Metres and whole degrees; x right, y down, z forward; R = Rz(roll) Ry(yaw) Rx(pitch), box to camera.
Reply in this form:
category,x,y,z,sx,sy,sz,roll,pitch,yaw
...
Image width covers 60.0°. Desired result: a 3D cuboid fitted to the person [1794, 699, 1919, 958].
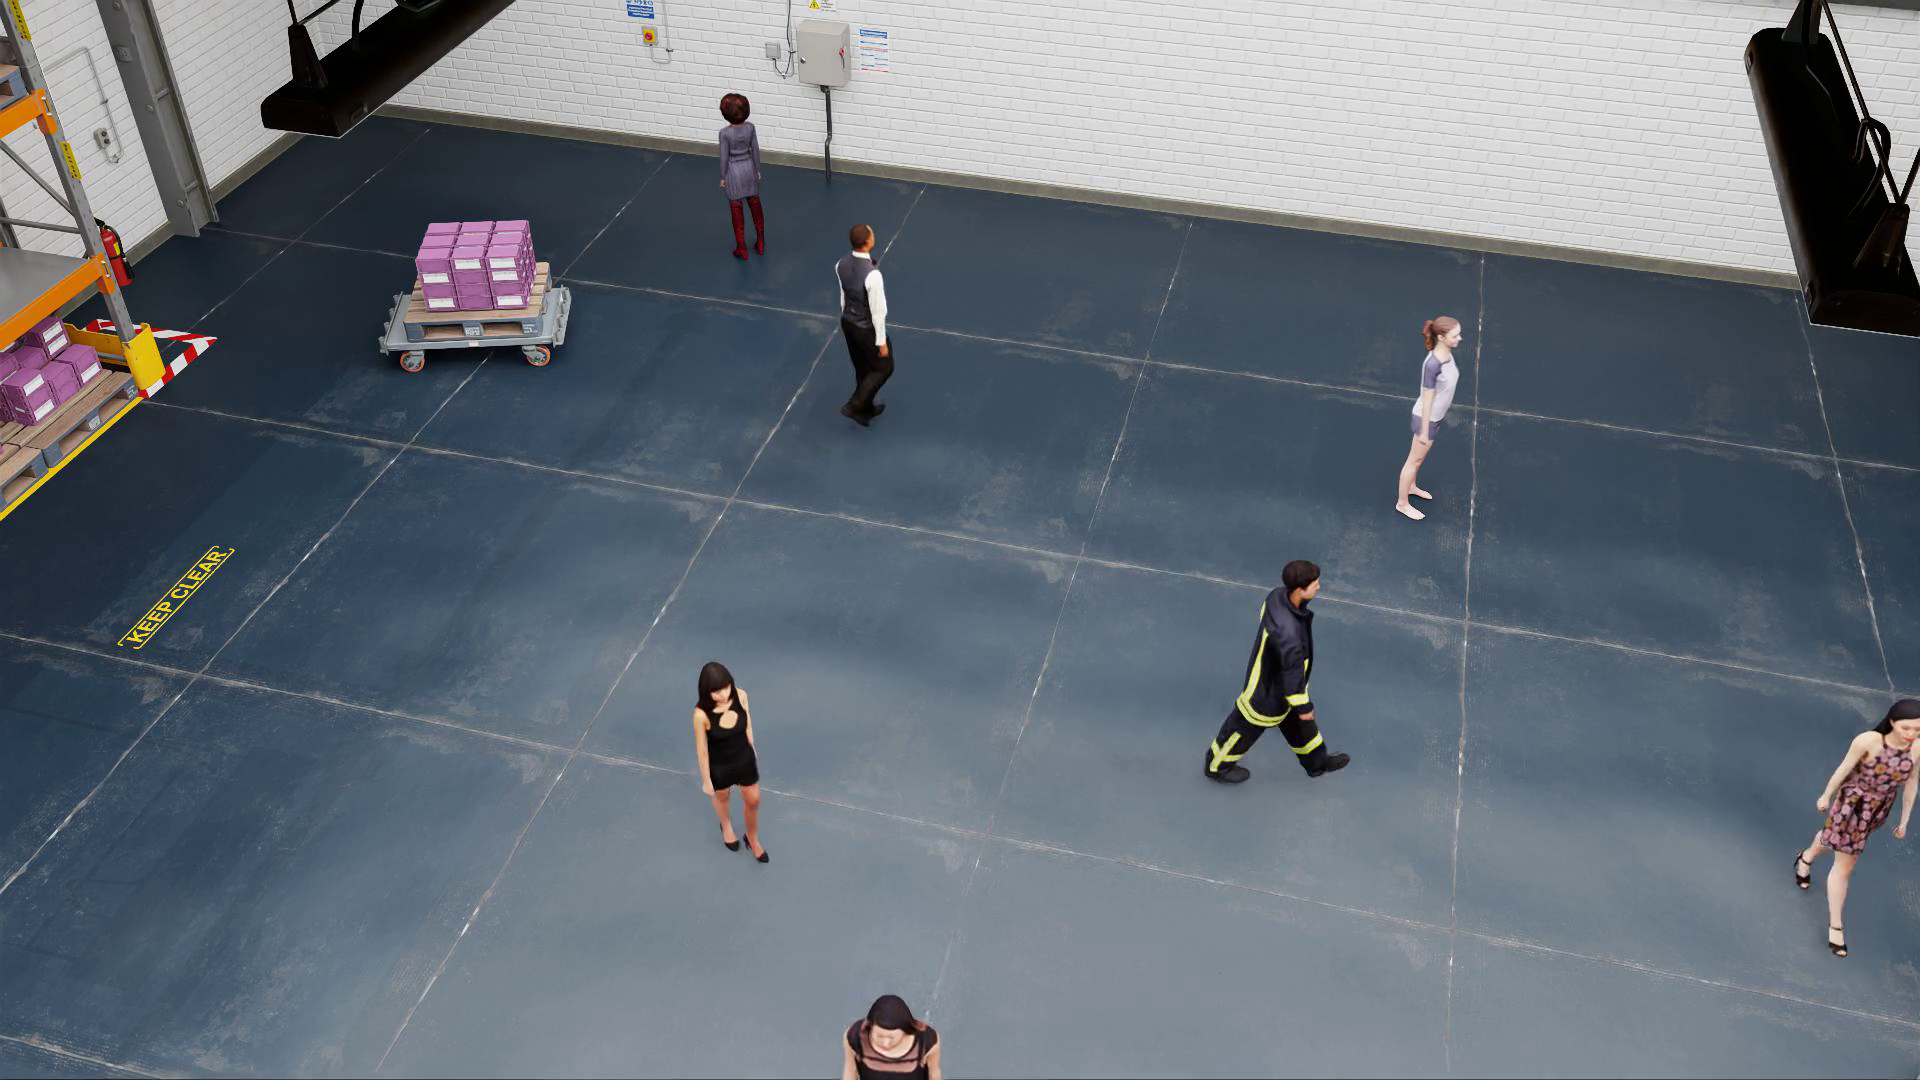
category,x,y,z,sx,sy,sz,roll,pitch,yaw
person,5.406,1.560,10.058,0.778,1.741,1.102,1,39,2

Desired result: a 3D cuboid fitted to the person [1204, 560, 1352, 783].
category,x,y,z,sx,sy,sz,roll,pitch,yaw
person,1.946,0.916,10.765,0.873,1.865,1.134,7,39,9

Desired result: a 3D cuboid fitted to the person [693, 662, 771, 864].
category,x,y,z,sx,sy,sz,roll,pitch,yaw
person,-1.502,1.337,10.425,0.760,1.632,0.819,-24,44,-27

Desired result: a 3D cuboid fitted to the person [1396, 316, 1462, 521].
category,x,y,z,sx,sy,sz,roll,pitch,yaw
person,3.737,-1.006,13.249,0.684,1.768,0.566,18,42,21

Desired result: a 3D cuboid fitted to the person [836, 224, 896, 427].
category,x,y,z,sx,sy,sz,roll,pitch,yaw
person,-0.868,-1.748,14.072,0.976,1.902,0.907,-31,48,-33

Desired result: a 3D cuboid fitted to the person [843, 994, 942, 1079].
category,x,y,z,sx,sy,sz,roll,pitch,yaw
person,-0.335,2.805,8.543,0.757,1.686,1.075,5,39,6

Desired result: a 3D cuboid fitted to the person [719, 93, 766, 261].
category,x,y,z,sx,sy,sz,roll,pitch,yaw
person,-2.180,-3.624,16.574,0.658,1.710,0.718,-20,43,-23
